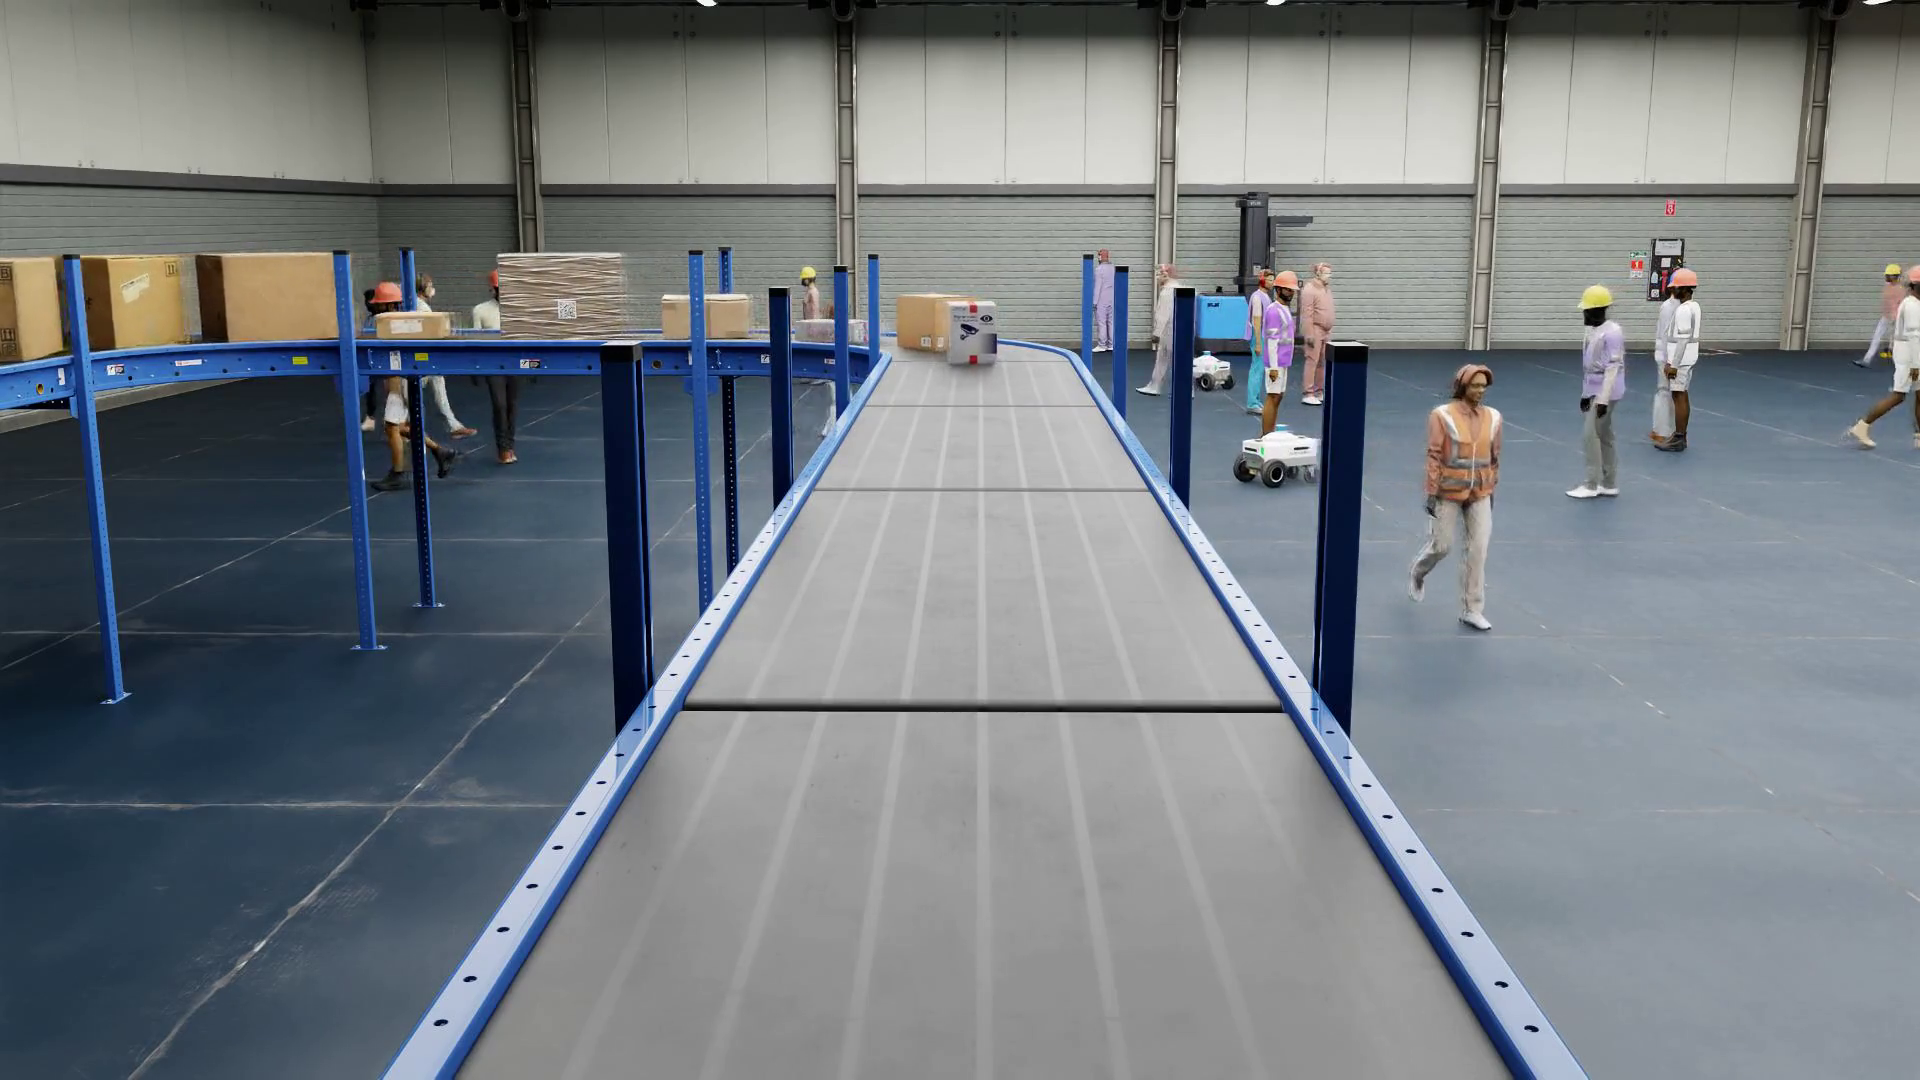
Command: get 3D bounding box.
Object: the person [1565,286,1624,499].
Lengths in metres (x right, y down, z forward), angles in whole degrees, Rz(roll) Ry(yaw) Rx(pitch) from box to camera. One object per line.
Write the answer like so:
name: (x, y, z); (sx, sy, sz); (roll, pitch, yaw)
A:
person: (5.679, -1.309, 14.839); (0.585, 1.896, 0.593); (1, 11, 5)

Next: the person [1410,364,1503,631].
person: (3.083, -0.293, 10.313); (0.521, 1.617, 0.646); (-2, 11, -10)

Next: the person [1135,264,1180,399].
person: (2.827, -2.872, 22.977); (0.844, 1.863, 0.675); (2, 11, 10)

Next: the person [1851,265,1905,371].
person: (15.169, -3.630, 27.210); (0.929, 1.716, 0.554); (-1, 11, -5)

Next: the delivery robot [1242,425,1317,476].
delivery robot: (3.040, -0.853, 15.807); (0.707, 0.478, 0.477); (-6, 13, -28)

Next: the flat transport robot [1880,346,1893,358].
flat transport robot: (16.776, -3.238, 29.036); (0.652, 0.197, 1.431); (0, 11, 1)

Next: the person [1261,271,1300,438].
person: (3.418, -1.891, 17.718); (0.373, 1.932, 0.549); (5, 12, 24)

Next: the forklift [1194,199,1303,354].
forklift: (5.313, -4.851, 30.603); (1.873, 2.768, 1.129); (0, 11, 1)

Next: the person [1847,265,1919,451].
person: (10.193, -1.965, 17.925); (0.984, 2.009, 0.621); (6, 12, 28)

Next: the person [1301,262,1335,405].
person: (4.827, -2.771, 22.351); (0.401, 1.899, 0.665); (9, 14, 38)

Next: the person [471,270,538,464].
person: (-4.585, -1.749, 16.880); (0.654, 1.967, 0.775); (-7, 13, -32)

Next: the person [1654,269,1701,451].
person: (7.772, -1.943, 17.971); (0.352, 1.940, 0.545); (7, 13, 32)

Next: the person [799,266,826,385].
person: (-2.242, -3.222, 25.005); (0.345, 1.769, 0.532); (-3, 11, -14)

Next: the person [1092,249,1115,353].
person: (2.665, -4.452, 30.969); (0.407, 1.902, 0.639); (10, 15, 41)

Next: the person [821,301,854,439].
person: (-1.295, -1.777, 17.940); (0.366, 1.626, 0.513); (-2, 11, -12)

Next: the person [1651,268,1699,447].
person: (7.817, -1.995, 18.218); (0.400, 1.947, 0.611); (8, 14, 35)

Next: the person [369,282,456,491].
person: (-5.110, -1.427, 15.391); (0.690, 1.917, 0.554); (-4, 12, -19)

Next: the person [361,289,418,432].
person: (-6.826, -2.149, 19.723); (0.534, 1.669, 0.783); (8, 13, 34)

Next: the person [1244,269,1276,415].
person: (3.826, -2.536, 21.266); (0.373, 1.840, 0.572); (4, 12, 18)

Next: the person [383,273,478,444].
person: (-5.997, -2.028, 18.564); (1.040, 1.888, 0.652); (-5, 12, -25)

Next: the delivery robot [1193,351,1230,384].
delivery robot: (3.620, -2.525, 24.399); (0.477, 0.478, 0.707); (-8, 14, -35)
